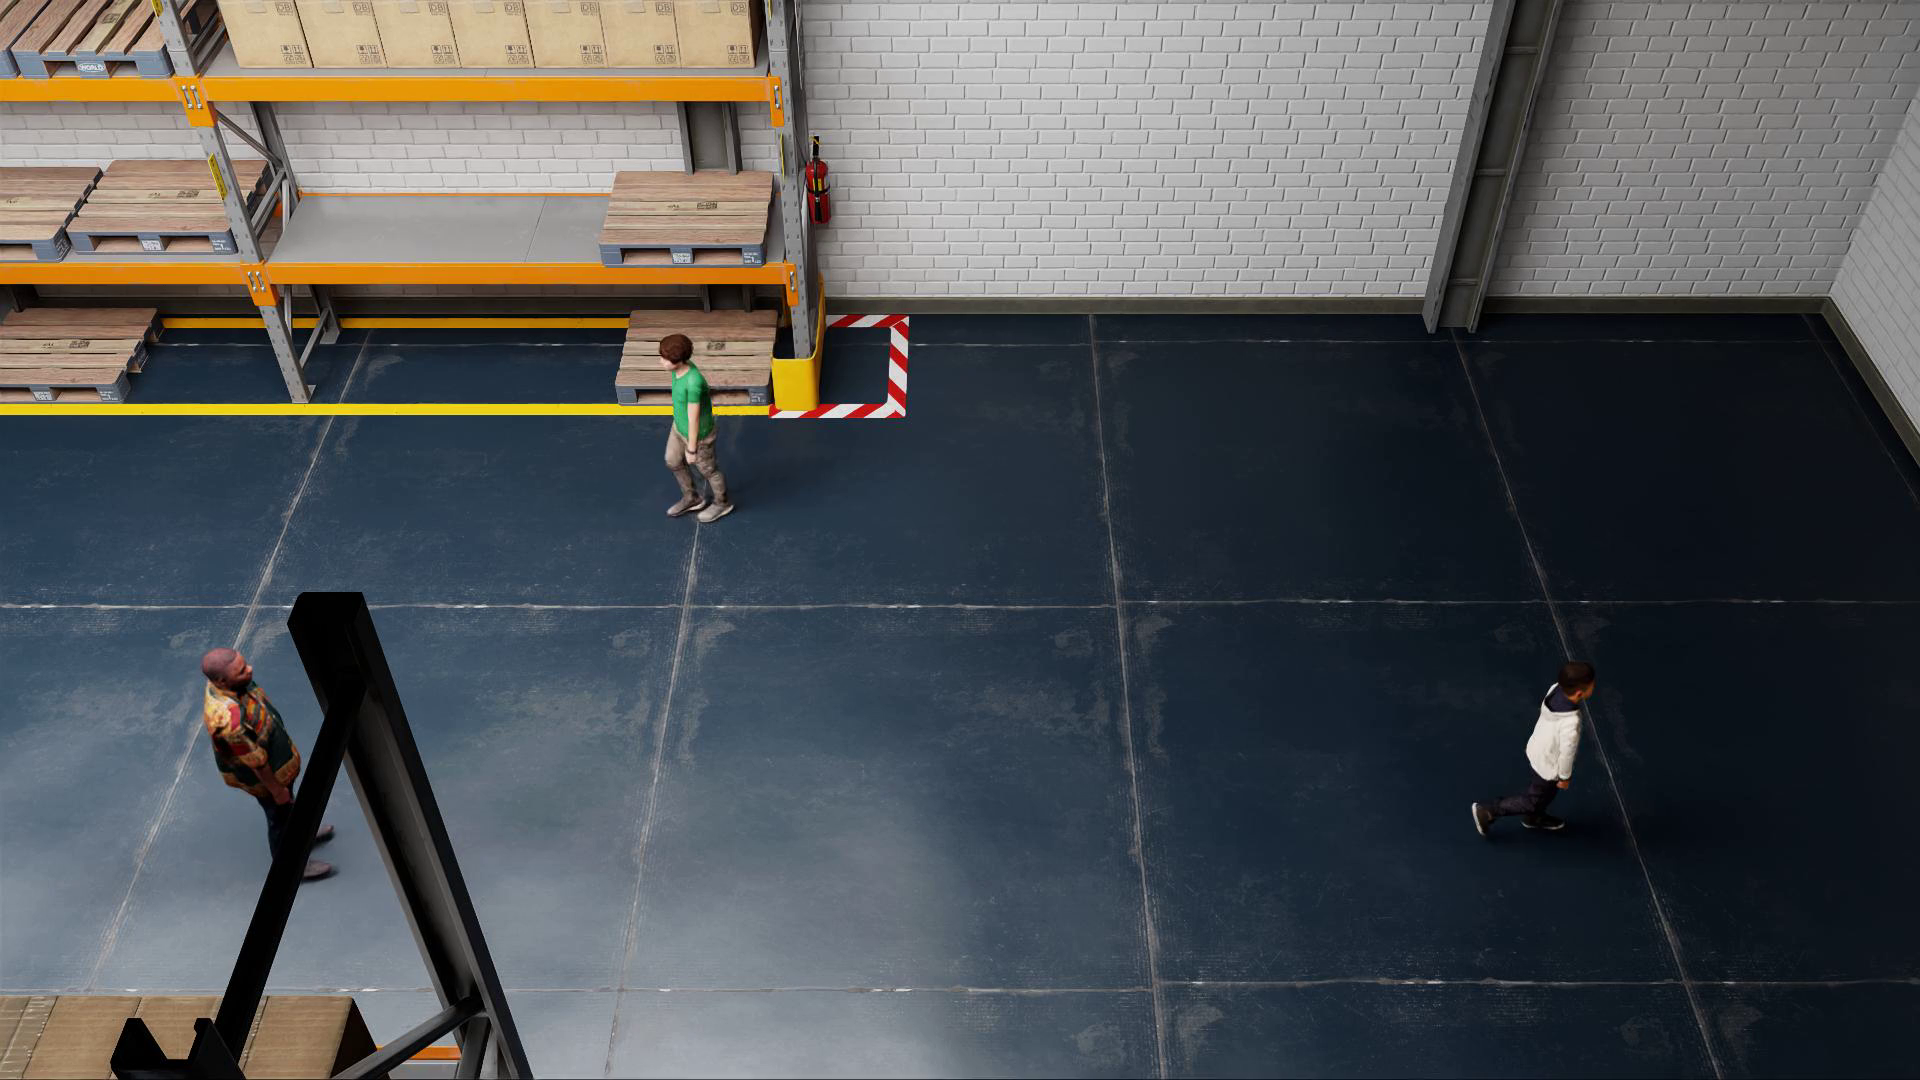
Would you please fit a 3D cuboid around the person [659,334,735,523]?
[{"bbox_3d":[-1.779,-0.798,11.647,0.831,1.639,0.763,-23,48,-22],"label":"person"}]

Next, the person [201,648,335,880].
[{"bbox_3d":[-3.952,1.258,9.371,0.762,1.802,0.769,-13,45,-14],"label":"person"}]

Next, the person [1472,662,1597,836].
[{"bbox_3d":[3.363,1.251,9.639,0.852,1.443,0.637,4,44,4],"label":"person"}]
